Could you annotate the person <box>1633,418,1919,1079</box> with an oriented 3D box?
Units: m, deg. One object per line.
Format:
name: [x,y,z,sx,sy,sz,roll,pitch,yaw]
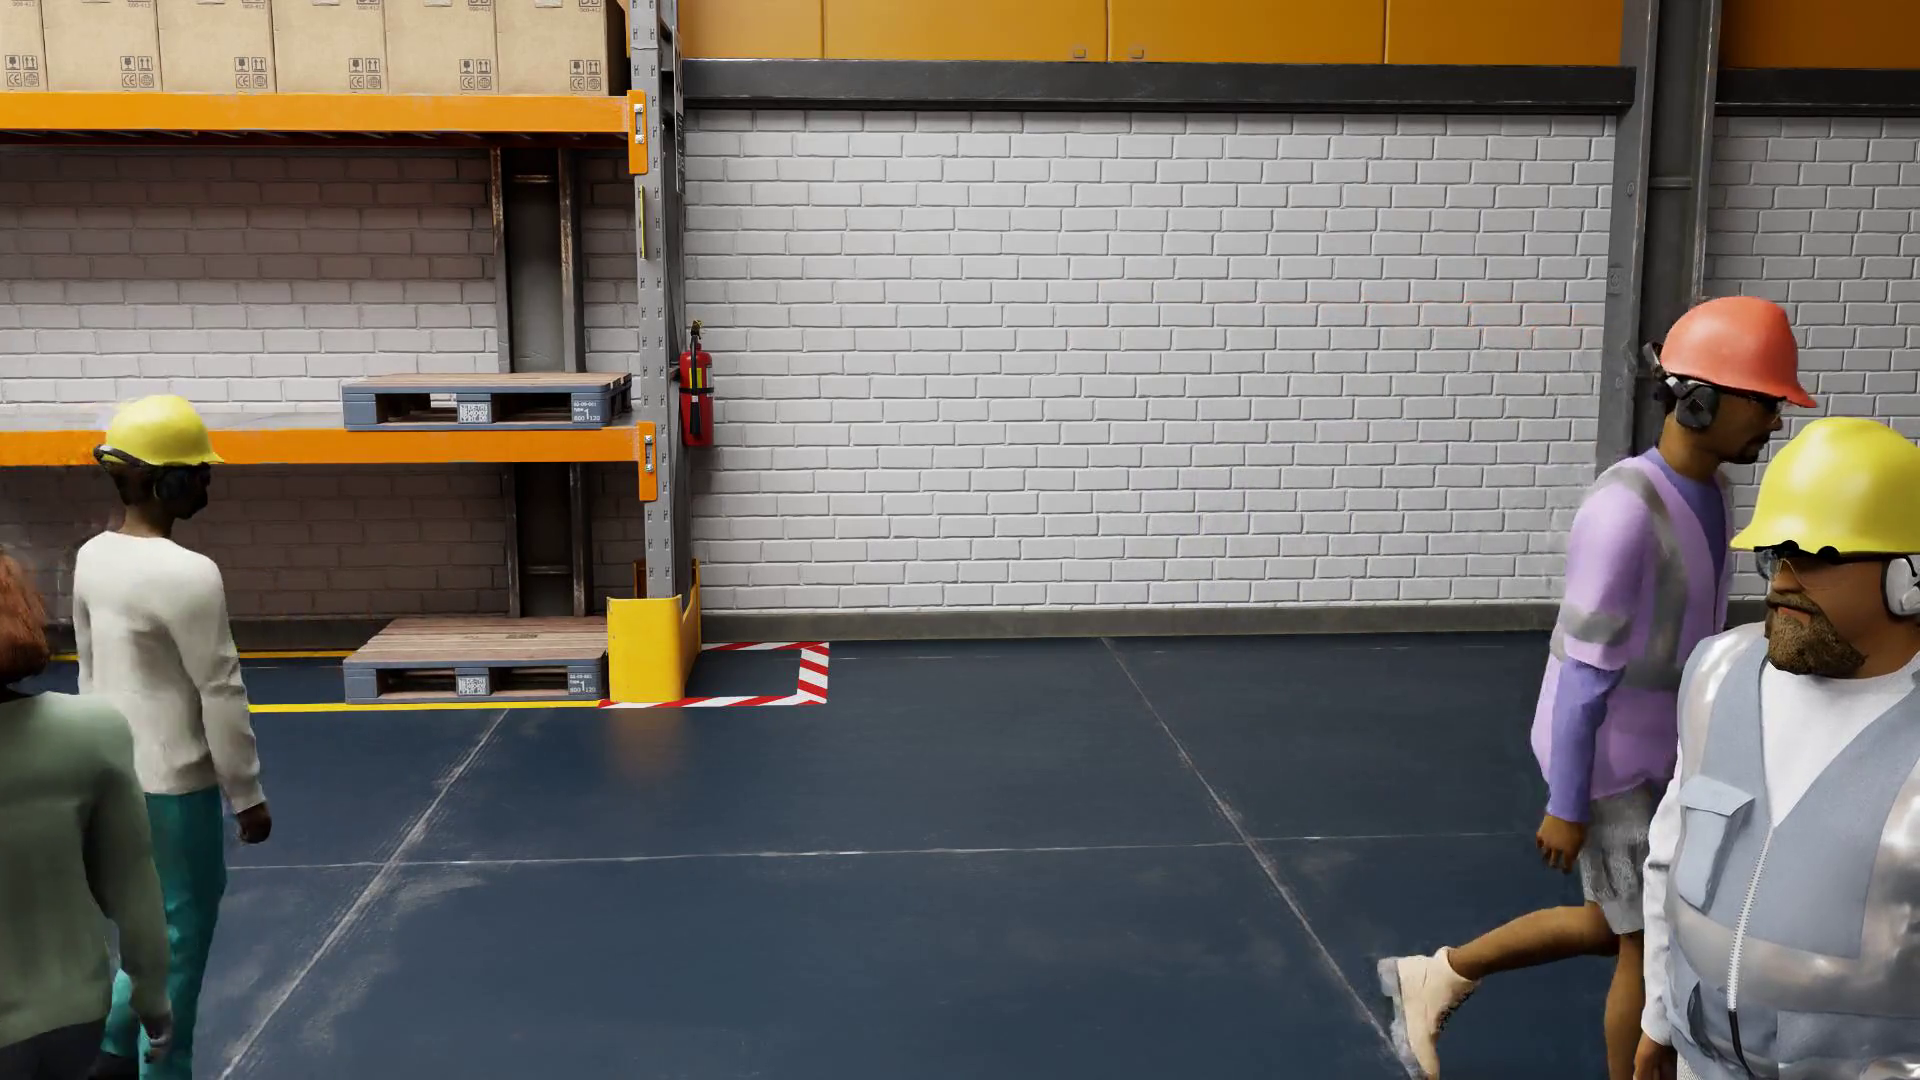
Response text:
person: [1.212,0.740,2.366,0.404,1.830,0.601,-5,10,-29]

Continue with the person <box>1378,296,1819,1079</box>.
person: [1.376,0.455,3.693,0.844,1.998,0.619,7,12,39]

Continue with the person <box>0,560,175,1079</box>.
person: [-1.643,0.796,2.754,0.847,1.591,0.520,4,10,25]

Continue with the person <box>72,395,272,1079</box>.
person: [-1.822,0.544,3.865,0.528,1.755,0.370,7,12,39]
